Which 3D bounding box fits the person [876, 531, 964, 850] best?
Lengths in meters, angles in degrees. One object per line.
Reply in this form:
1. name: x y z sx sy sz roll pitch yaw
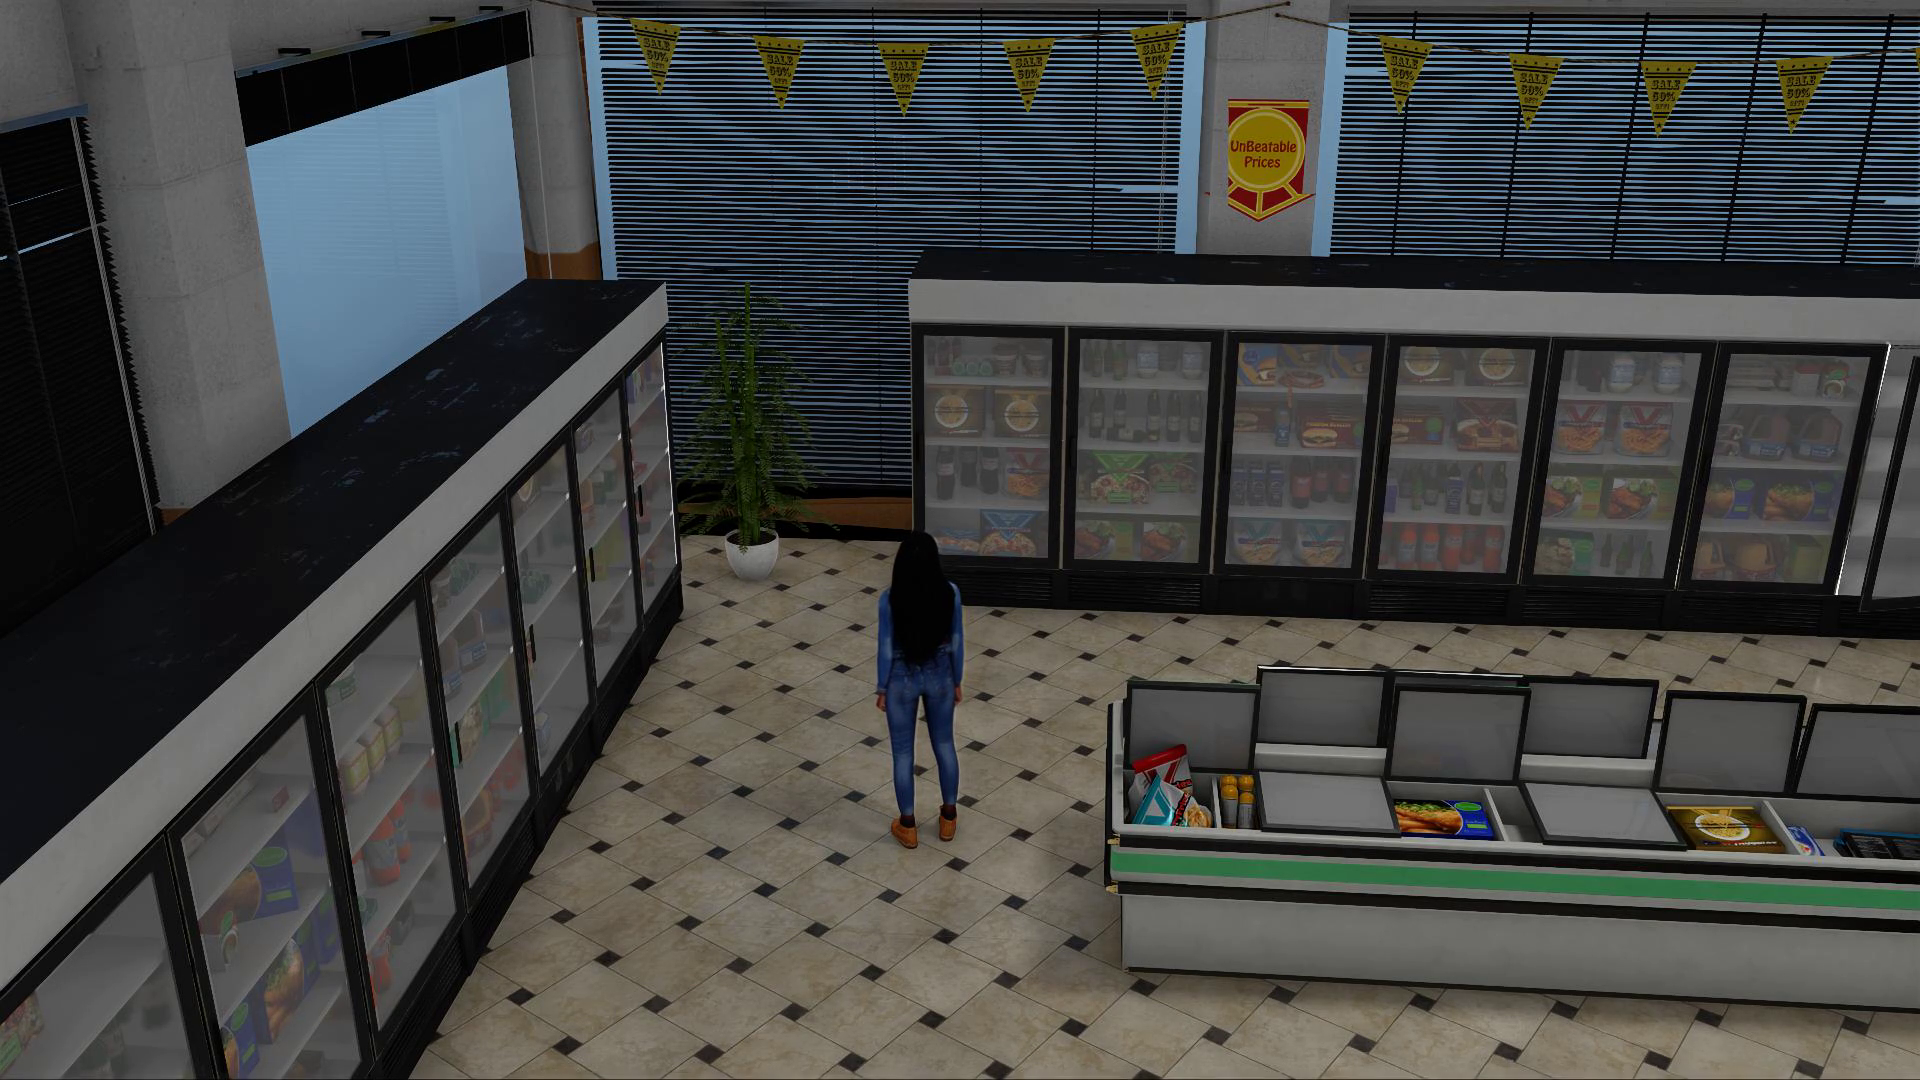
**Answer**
1. person: -0.204 0.760 8.495 0.588 1.712 0.736 -6 23 -15
